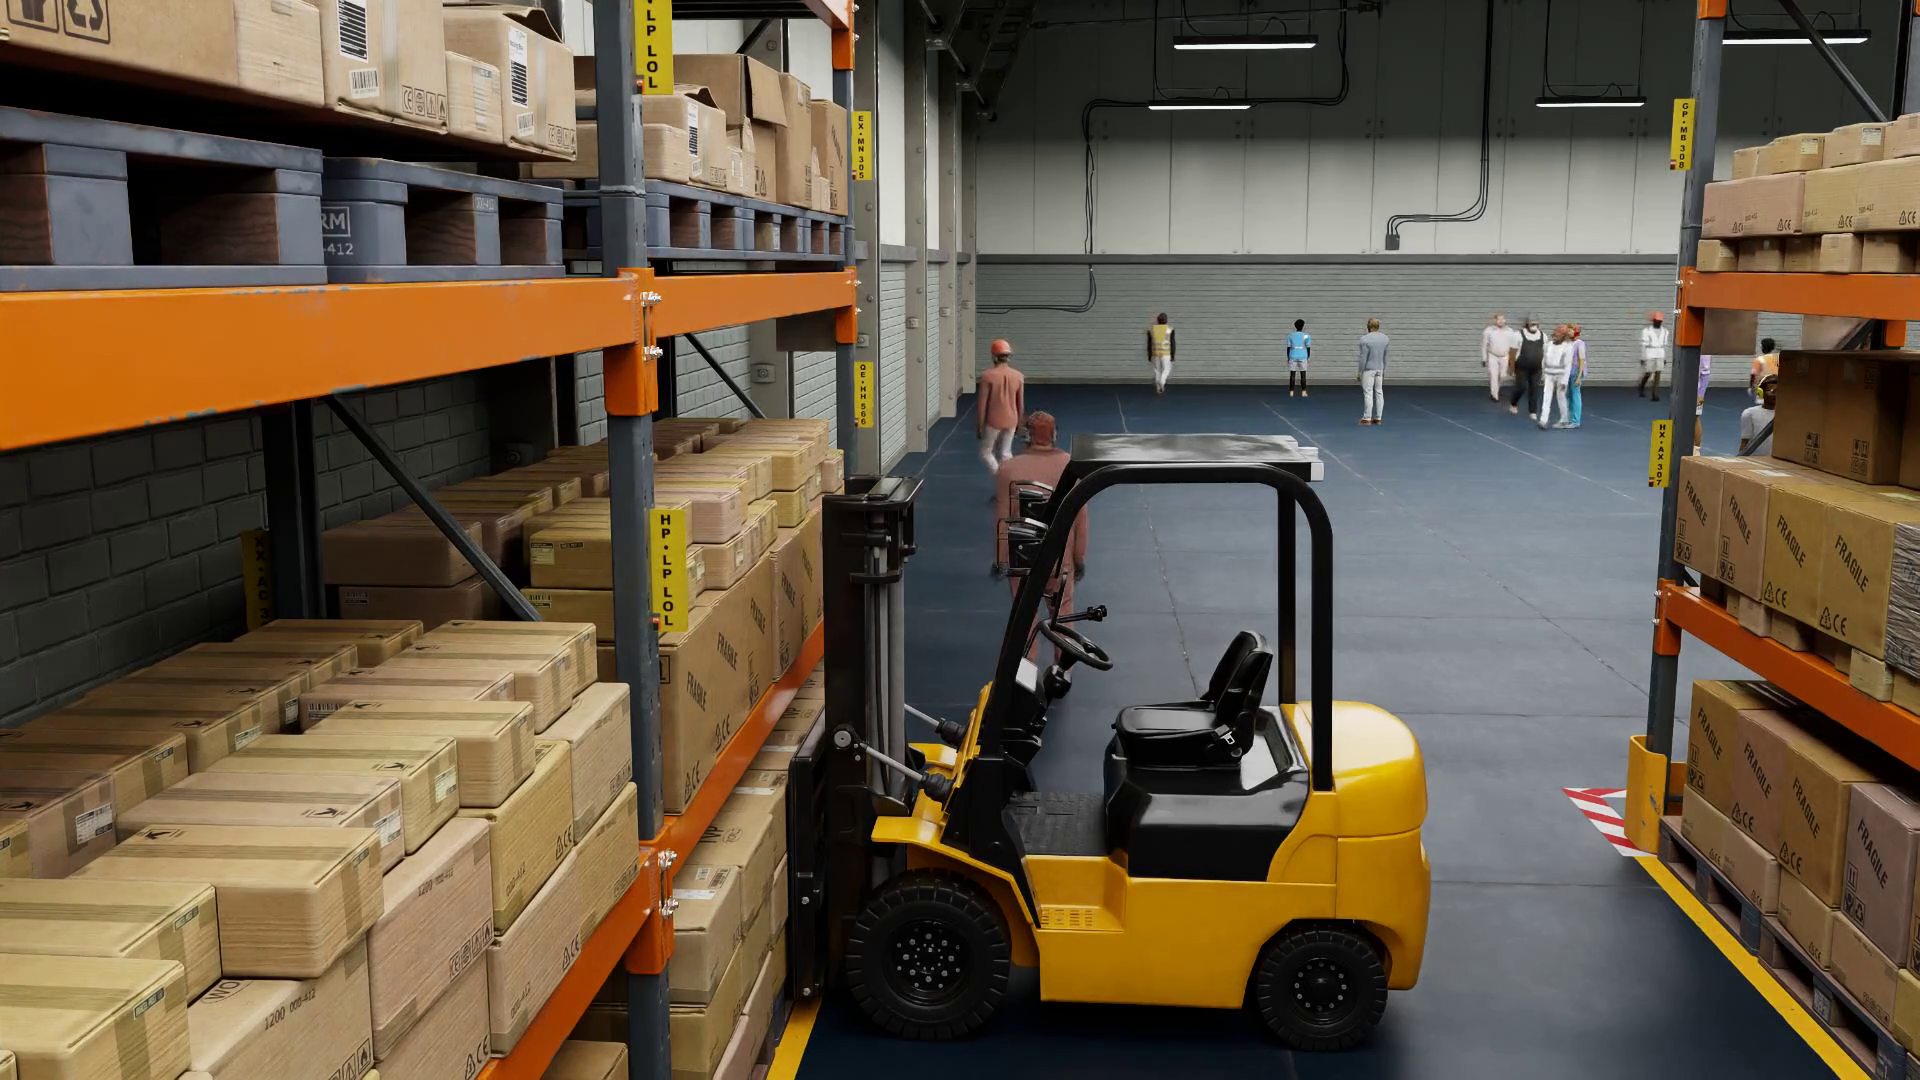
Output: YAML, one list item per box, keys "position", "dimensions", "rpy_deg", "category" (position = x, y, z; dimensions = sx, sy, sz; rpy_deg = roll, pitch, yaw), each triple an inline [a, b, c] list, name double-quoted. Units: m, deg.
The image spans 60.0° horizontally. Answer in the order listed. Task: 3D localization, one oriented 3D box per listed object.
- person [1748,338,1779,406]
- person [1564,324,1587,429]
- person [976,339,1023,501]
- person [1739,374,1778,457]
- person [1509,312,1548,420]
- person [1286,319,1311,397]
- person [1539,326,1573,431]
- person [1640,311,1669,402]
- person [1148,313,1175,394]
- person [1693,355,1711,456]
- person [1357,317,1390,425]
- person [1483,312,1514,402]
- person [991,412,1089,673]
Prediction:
- position: [13.518, -2.553, 27.856]
  dimensions: [0.540, 1.663, 0.831]
  rpy_deg: [-2, 10, -14]
  category: "person"
- position: [10.805, -2.876, 29.250]
  dimensions: [0.393, 1.847, 0.563]
  rpy_deg: [0, 9, -1]
  category: "person"
- position: [0.487, -1.418, 20.007]
  dimensions: [0.645, 1.982, 0.469]
  rpy_deg: [-5, 11, -28]
  category: "person"
- position: [7.465, -0.609, 15.449]
  dimensions: [0.515, 1.872, 0.333]
  rpy_deg: [-2, 10, -12]
  category: "person"
- position: [10.617, -3.267, 31.037]
  dimensions: [0.703, 2.000, 0.653]
  rpy_deg: [0, 9, -2]
  category: "person"
- position: [7.390, -3.969, 36.335]
  dimensions: [0.537, 1.696, 0.321]
  rpy_deg: [3, 10, 19]
  category: "person"
- position: [10.383, -2.817, 29.011]
  dimensions: [0.972, 1.817, 0.629]
  rpy_deg: [-9, 13, -43]
  category: "person"
- position: [14.691, -3.897, 35.221]
  dimensions: [0.559, 1.922, 0.647]
  rpy_deg: [0, 9, -1]
  category: "person"
- position: [4.474, -4.144, 37.026]
  dimensions: [0.631, 1.827, 0.631]
  rpy_deg: [4, 10, 23]
  category: "person"
- position: [10.749, -2.188, 24.505]
  dimensions: [0.394, 2.038, 0.611]
  rpy_deg: [-2, 9, -9]
  category: "person"
- position: [7.401, -3.024, 29.879]
  dimensions: [0.631, 1.940, 0.372]
  rpy_deg: [-5, 11, -27]
  category: "person"
- position: [11.356, -3.868, 35.149]
  dimensions: [0.643, 1.887, 0.795]
  rpy_deg: [0, 9, 2]
  category: "person"
- position: [0.532, 0.092, 11.207]
  dimensions: [0.655, 1.883, 0.609]
  rpy_deg: [-2, 10, -11]
  category: "person"
